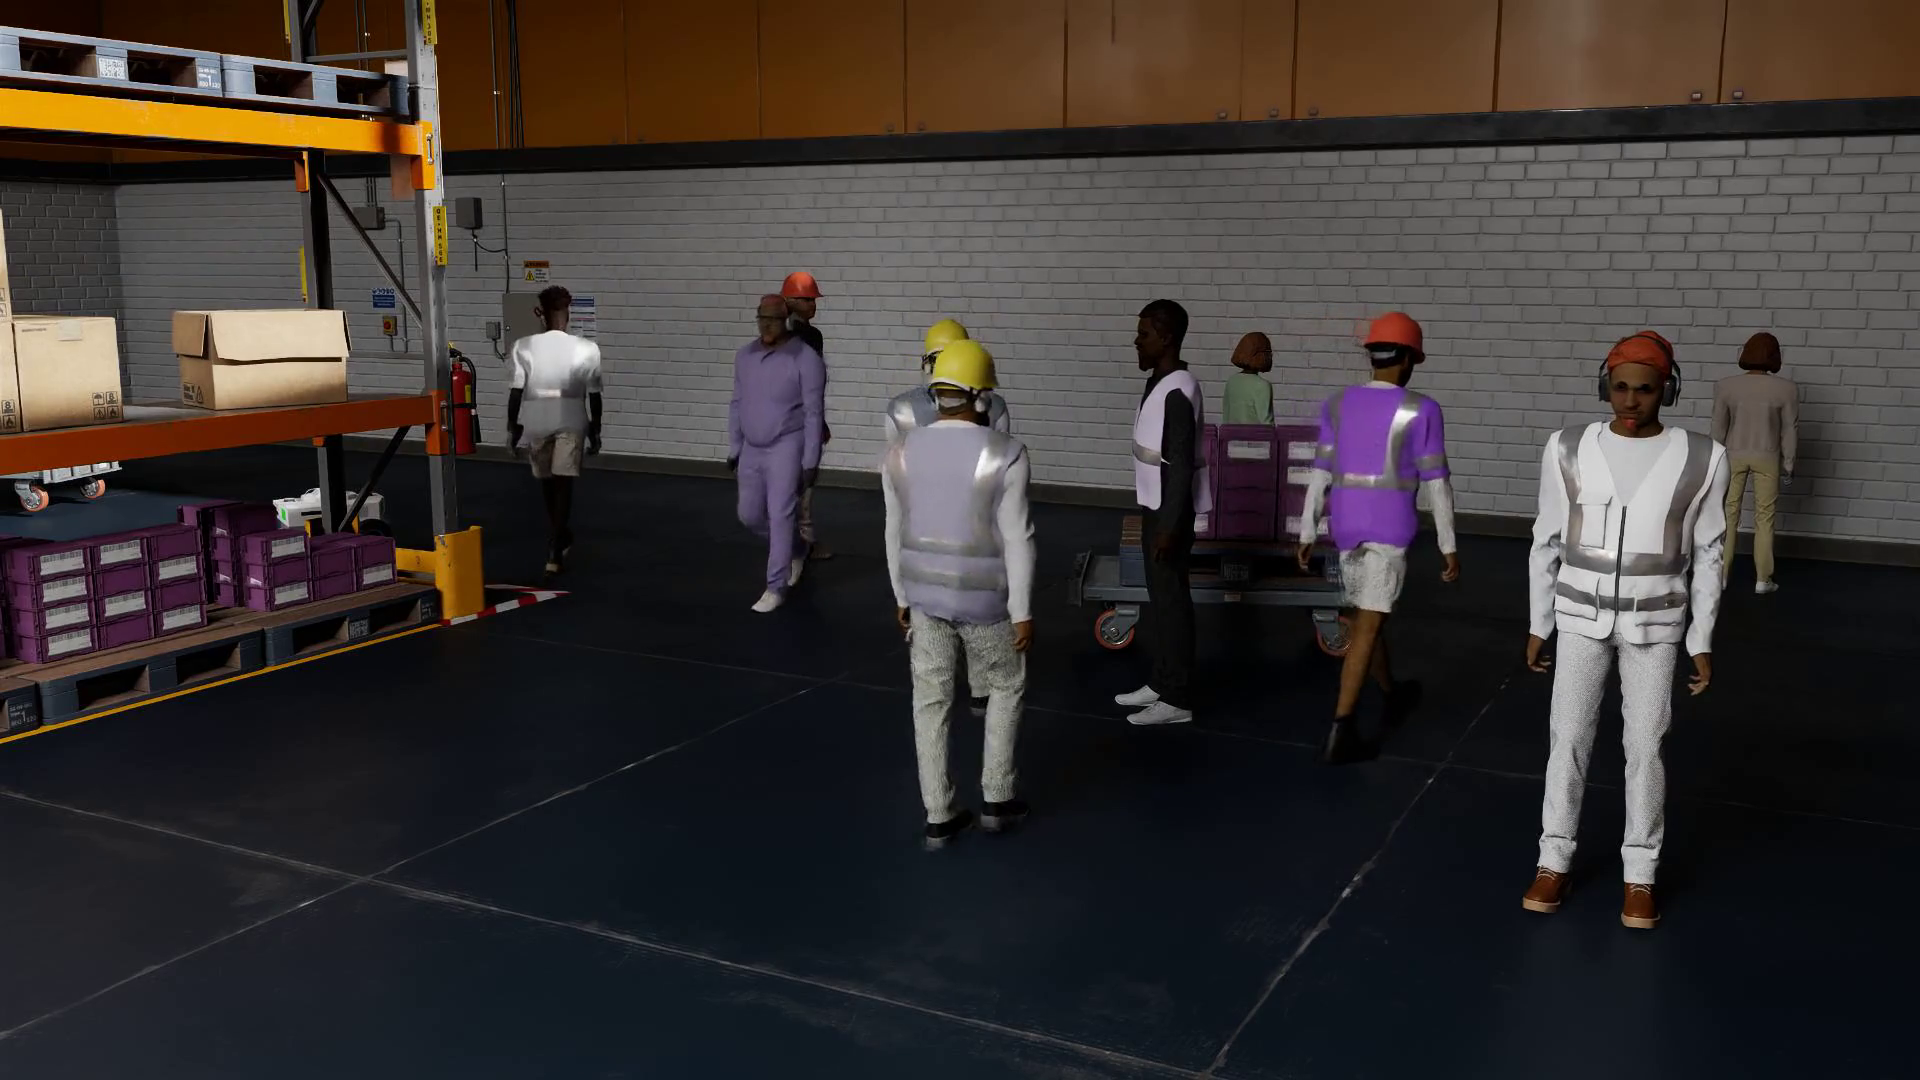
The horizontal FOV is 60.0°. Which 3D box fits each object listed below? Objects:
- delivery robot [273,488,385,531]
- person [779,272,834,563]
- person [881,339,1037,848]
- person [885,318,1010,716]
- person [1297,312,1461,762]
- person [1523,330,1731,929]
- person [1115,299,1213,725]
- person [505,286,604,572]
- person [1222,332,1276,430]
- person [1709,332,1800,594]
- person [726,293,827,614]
[{"bbox_3d":[-4.404,-0.192,11.611,0.707,0.478,0.477,-6,11,-30],"label":"delivery robot"},{"bbox_3d":[-1.099,-0.836,11.444,0.378,1.996,0.611,5,11,27],"label":"person"},{"bbox_3d":[0.046,0.185,6.042,0.620,1.815,0.611,5,11,25],"label":"person"},{"bbox_3d":[-0.042,-0.096,7.636,0.589,1.832,0.404,1,10,4],"label":"person"},{"bbox_3d":[1.823,-0.030,7.147,1.015,1.863,0.636,-9,14,-44],"label":"person"},{"bbox_3d":[2.091,0.286,5.274,0.573,1.884,0.355,5,11,26],"label":"person"},{"bbox_3d":[0.939,-0.124,7.550,0.392,1.919,0.591,0,10,-3],"label":"person"},{"bbox_3d":[-2.736,-0.758,11.292,0.632,1.886,1.059,0,10,-2],"label":"person"},{"bbox_3d":[1.839,-0.499,10.539,0.278,1.633,0.507,-4,11,-23],"label":"person"},{"bbox_3d":[4.970,-0.481,10.438,0.508,1.632,0.265,7,12,34],"label":"person"},{"bbox_3d":[-1.086,-0.538,10.009,0.658,1.889,0.679,6,12,32],"label":"person"}]
